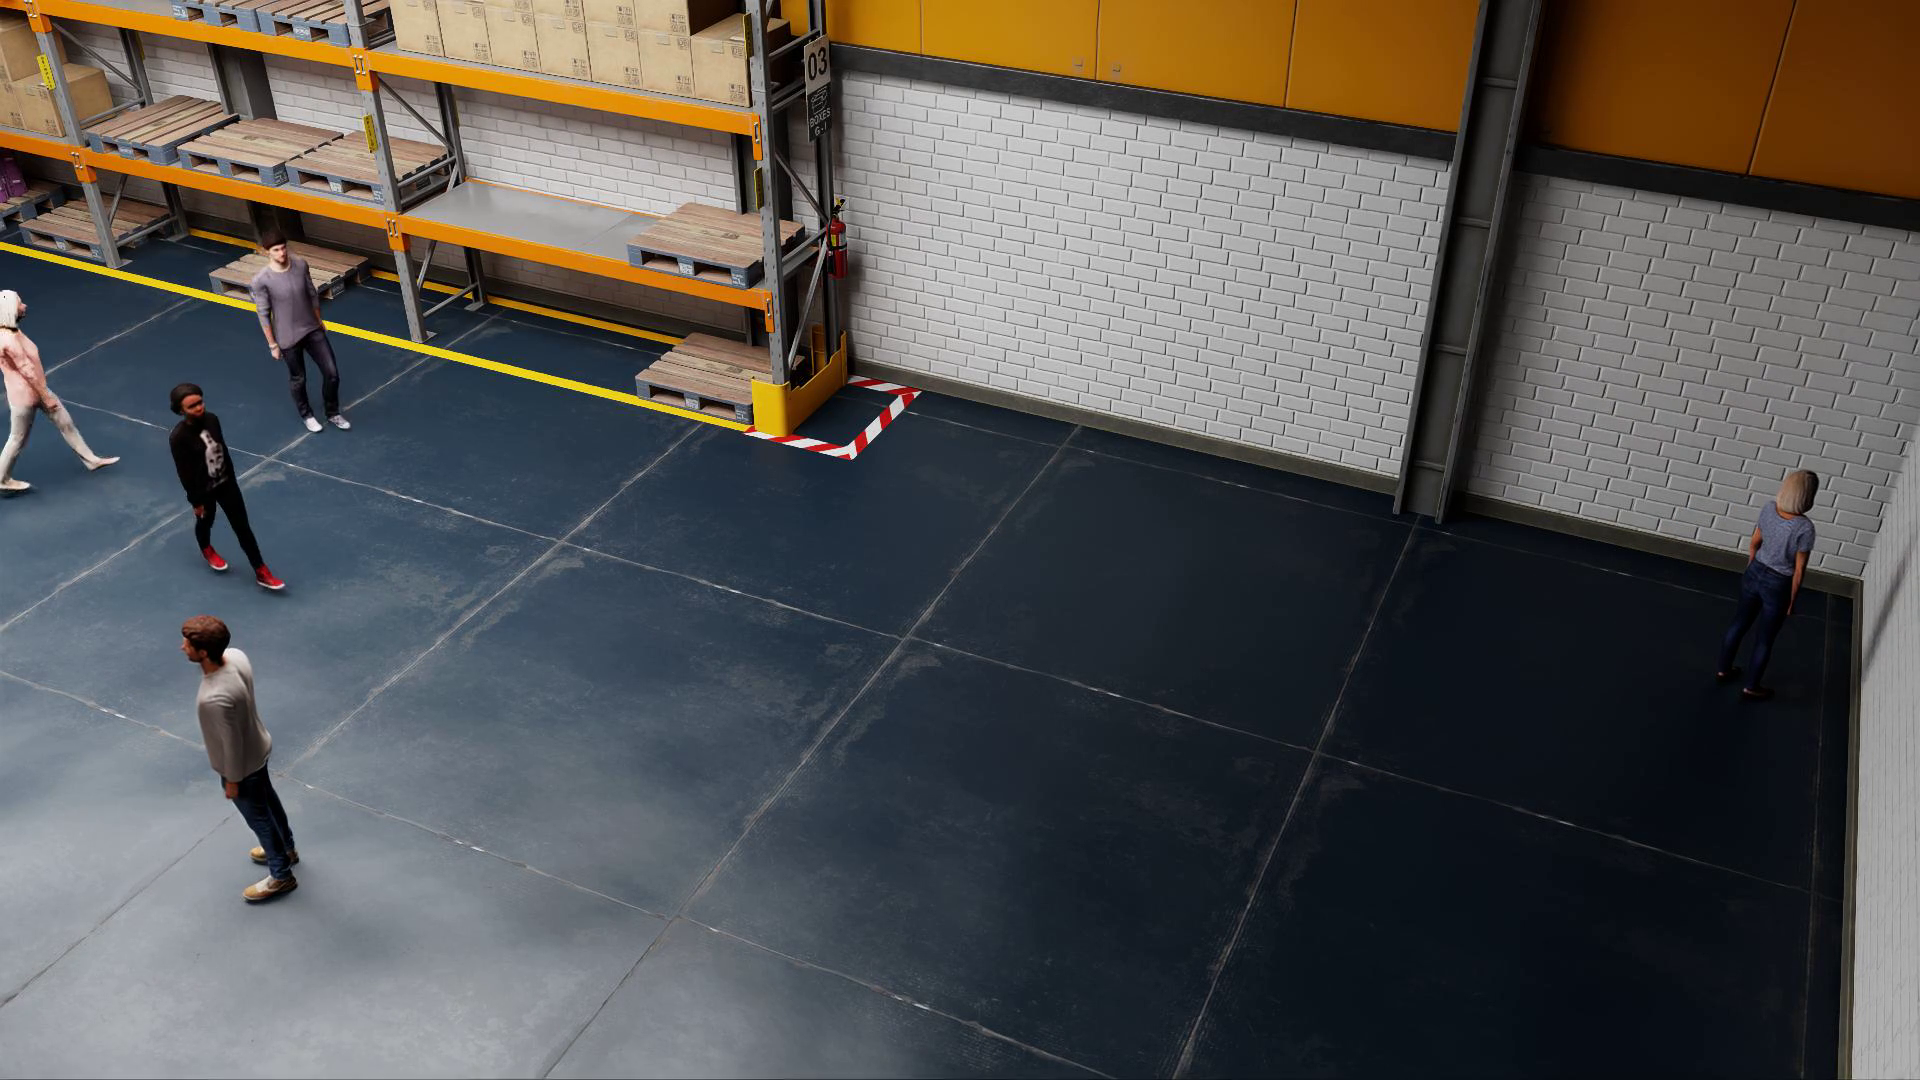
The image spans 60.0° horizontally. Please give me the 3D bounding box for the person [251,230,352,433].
[{"bbox_3d":[-5.622,-1.774,14.014,0.836,1.837,0.832,29,43,36],"label":"person"}]

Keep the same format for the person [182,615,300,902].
[{"bbox_3d":[-4.073,1.217,9.452,0.784,1.905,0.750,-7,34,-11],"label":"person"}]

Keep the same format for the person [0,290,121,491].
[{"bbox_3d":[-7.484,-1.128,13.191,1.138,1.672,1.142,-17,37,-23],"label":"person"}]

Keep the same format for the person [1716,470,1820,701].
[{"bbox_3d":[5.366,0.286,11.018,0.709,1.722,0.636,-14,36,-20],"label":"person"}]

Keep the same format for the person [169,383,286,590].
[{"bbox_3d":[-5.518,-0.395,12.129,1.128,1.626,0.706,19,38,27],"label":"person"}]
